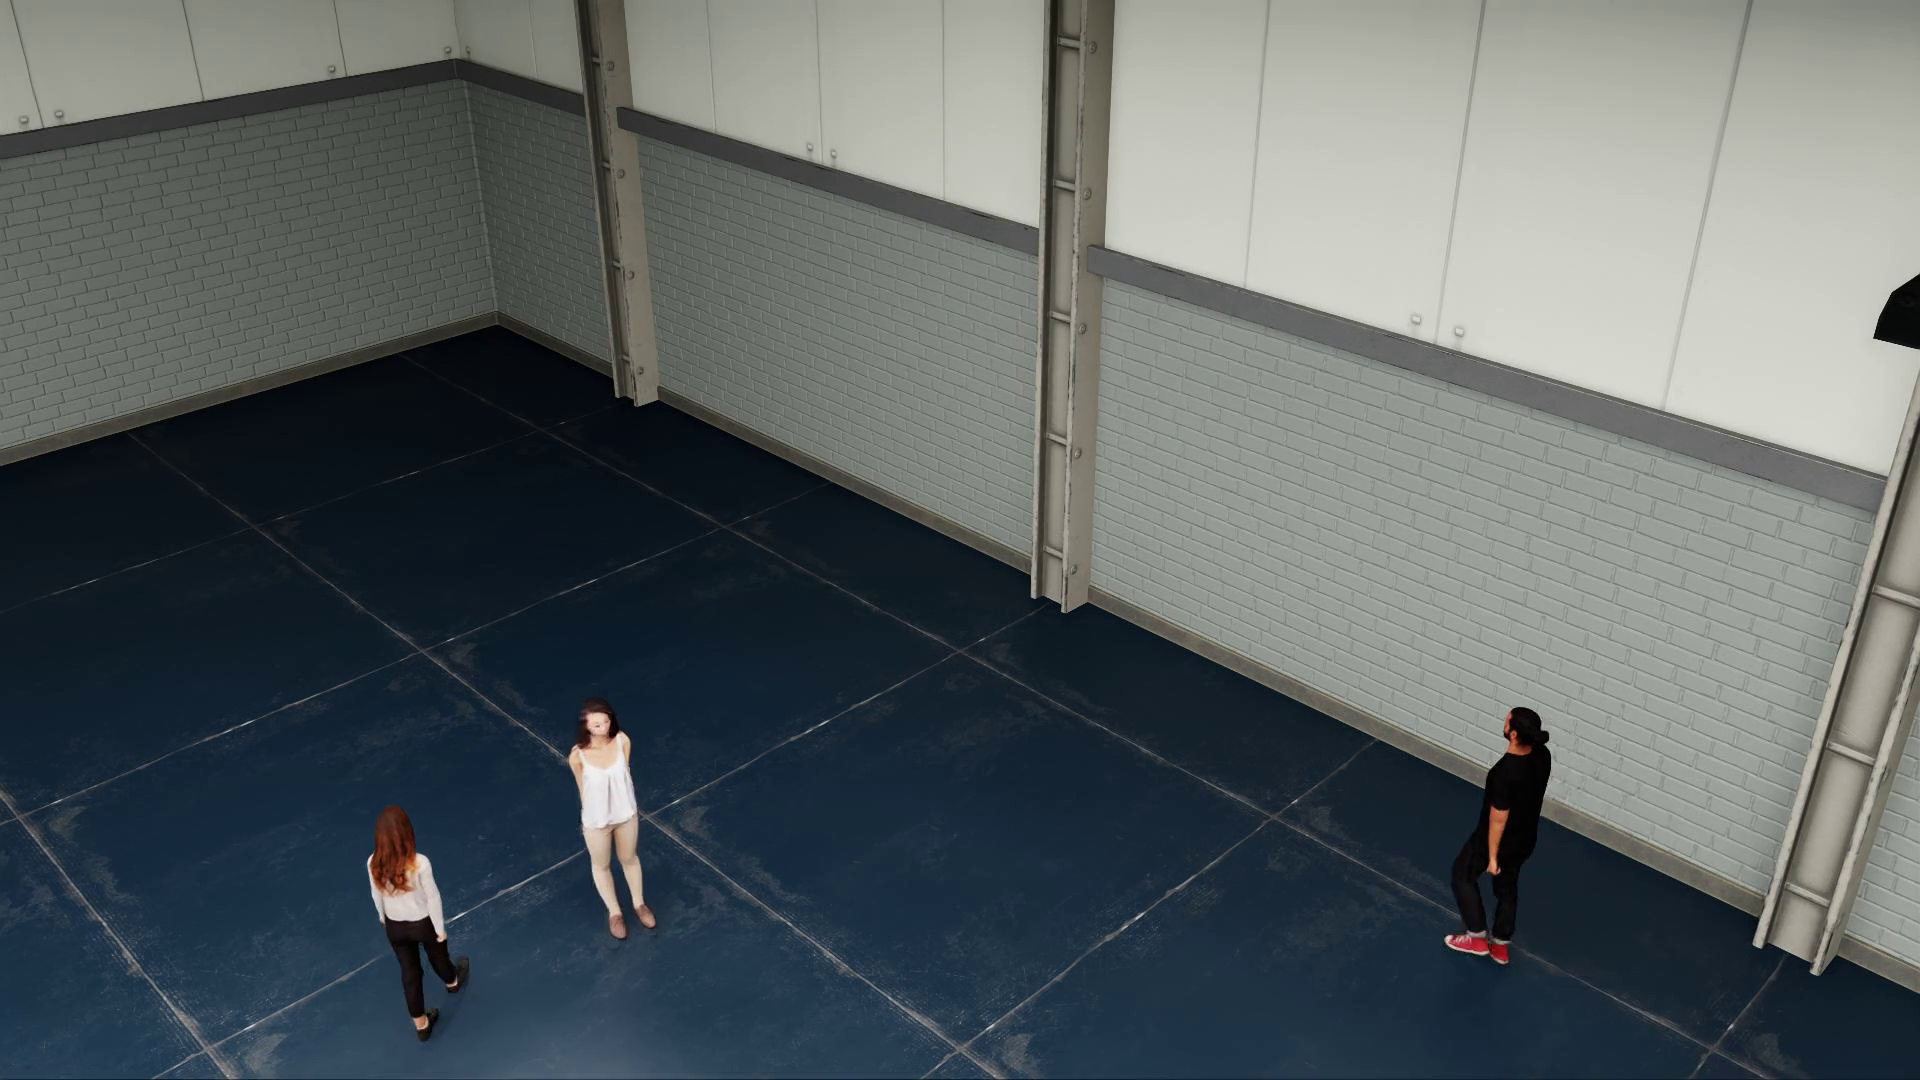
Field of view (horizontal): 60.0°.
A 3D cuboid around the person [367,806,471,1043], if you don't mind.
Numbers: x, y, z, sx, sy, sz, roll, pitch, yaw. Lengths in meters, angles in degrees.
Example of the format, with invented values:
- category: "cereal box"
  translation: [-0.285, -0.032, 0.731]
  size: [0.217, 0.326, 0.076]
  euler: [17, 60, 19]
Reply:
- category: "person"
  translation: [-3.041, 2.150, 9.156]
  size: [0.855, 1.467, 0.905]
  euler: [2, 28, 3]

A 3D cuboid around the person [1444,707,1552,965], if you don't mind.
- category: "person"
  translation: [3.211, 1.752, 9.608]
  size: [0.686, 1.746, 0.679]
  euler: [-18, 33, -29]

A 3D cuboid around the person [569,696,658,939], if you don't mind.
- category: "person"
  translation: [-2.099, 1.643, 9.910]
  size: [0.582, 1.655, 0.650]
  euler: [-18, 33, -30]
